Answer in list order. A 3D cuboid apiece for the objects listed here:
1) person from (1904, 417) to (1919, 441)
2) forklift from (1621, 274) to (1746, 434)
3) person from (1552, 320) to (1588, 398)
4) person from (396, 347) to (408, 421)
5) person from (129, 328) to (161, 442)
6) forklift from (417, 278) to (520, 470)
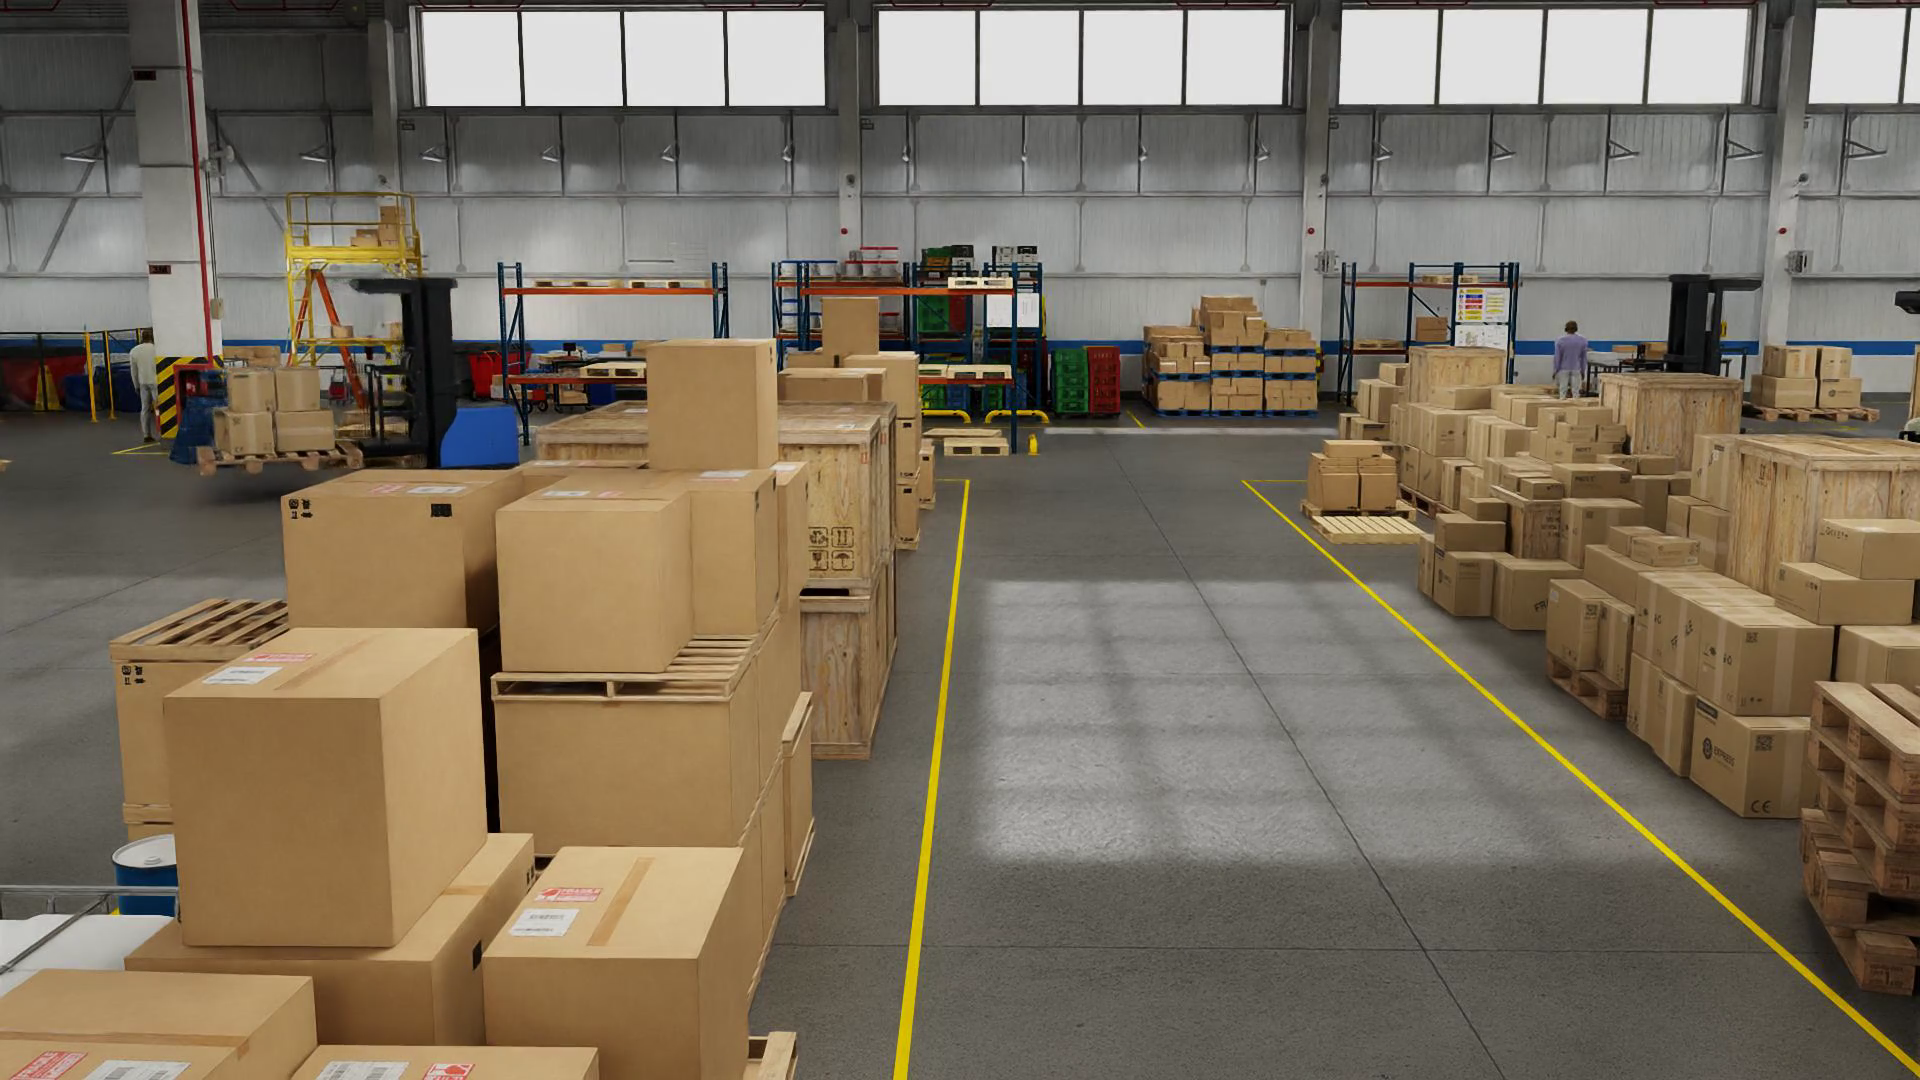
[{"bbox_3d":[8.877,-0.487,15.205,0.621,1.990,0.391,0,9,1],"label":"person"},{"bbox_3d":[12.732,-3.275,29.254,1.873,2.768,1.129,0,9,1],"label":"forklift"},{"bbox_3d":[11.634,-3.221,31.750,0.634,1.935,0.350,0,9,1],"label":"person"},{"bbox_3d":[-10.365,-3.162,31.431,0.487,1.924,0.580,-4,10,-22],"label":"person"},{"bbox_3d":[-13.643,-2.609,28.076,0.634,1.937,0.355,0,9,1],"label":"person"},{"bbox_3d":[-7.036,-2.150,22.516,1.873,2.768,1.129,-5,11,-25],"label":"forklift"}]
